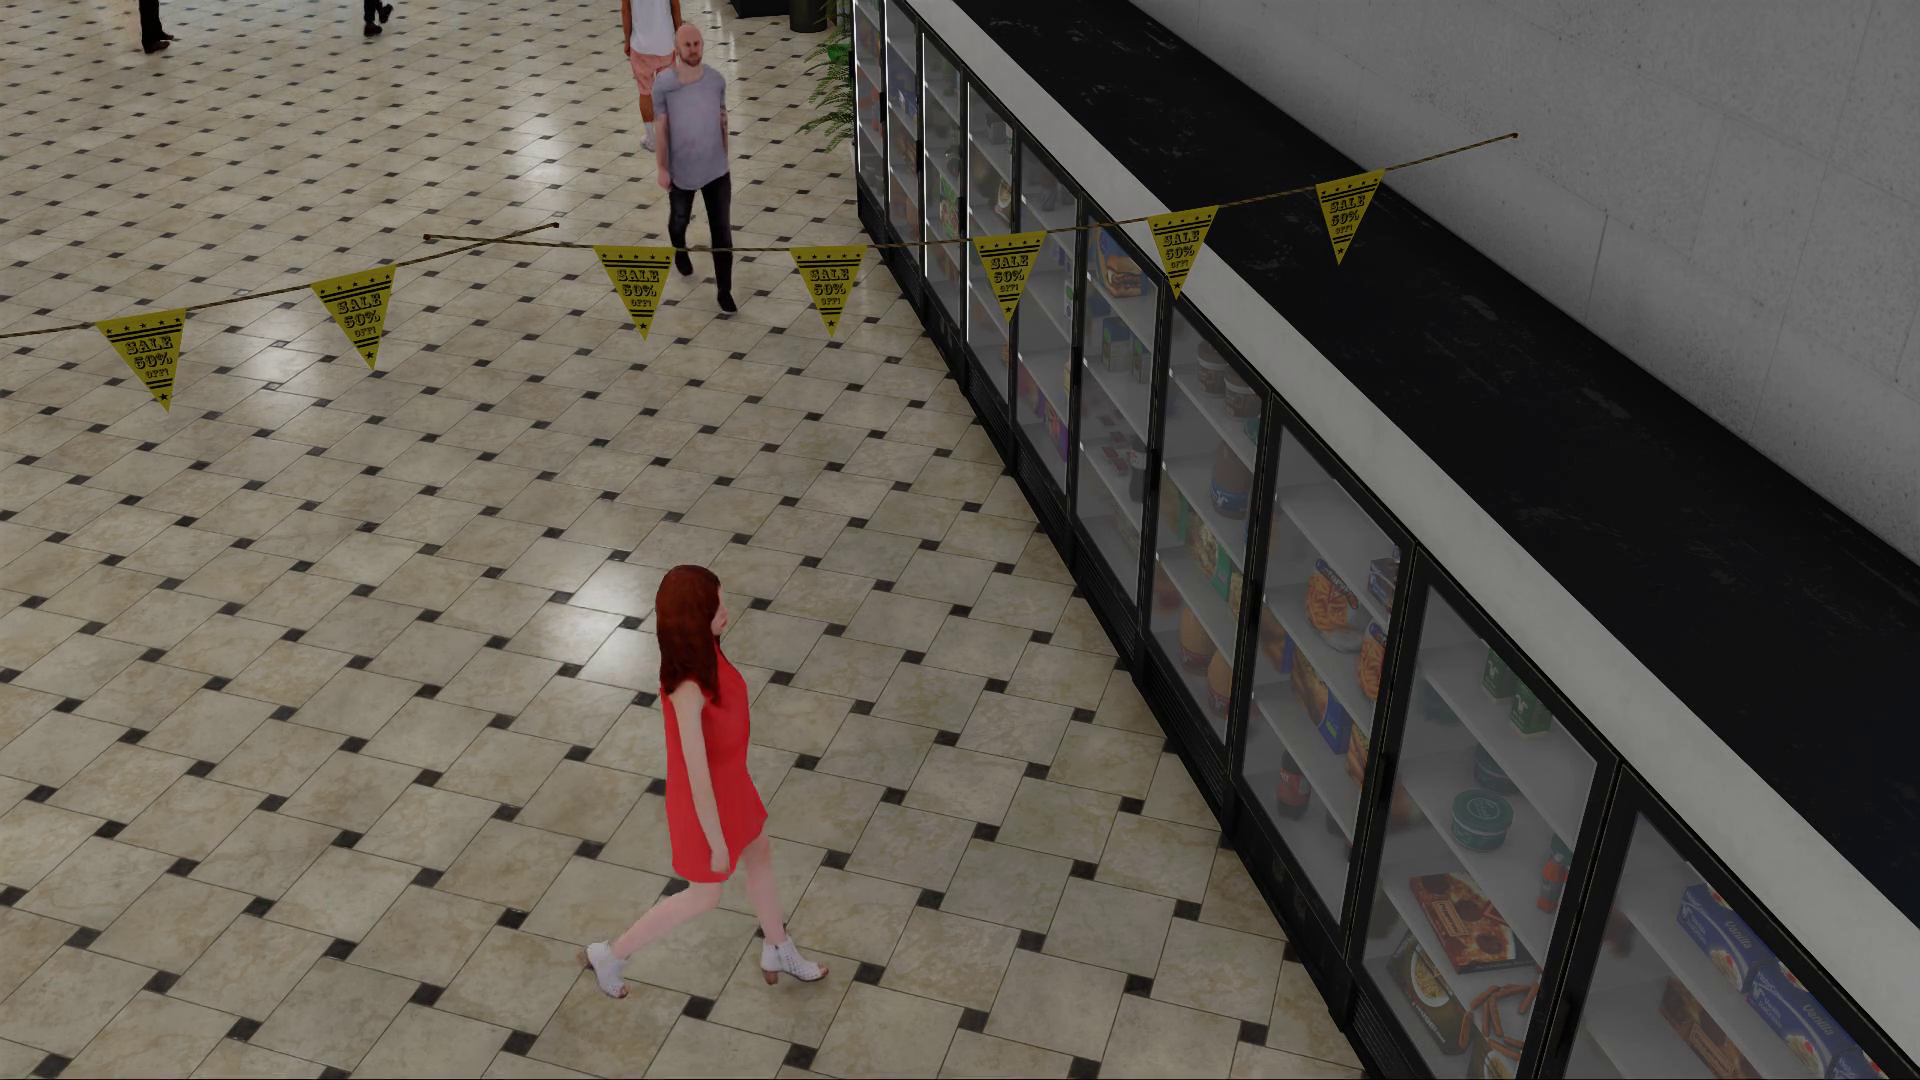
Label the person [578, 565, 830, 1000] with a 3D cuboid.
[{"bbox_3d":[-0.912,0.887,5.520,1.146,1.799,0.774,-1,32,-1],"label":"person"}]

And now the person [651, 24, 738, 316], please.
[{"bbox_3d":[-1.756,-2.449,10.881,1.190,1.800,0.830,-12,34,-18],"label":"person"}]

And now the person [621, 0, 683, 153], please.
[{"bbox_3d":[-2.500,-4.056,13.477,0.497,1.786,0.711,-10,33,-16],"label":"person"}]
